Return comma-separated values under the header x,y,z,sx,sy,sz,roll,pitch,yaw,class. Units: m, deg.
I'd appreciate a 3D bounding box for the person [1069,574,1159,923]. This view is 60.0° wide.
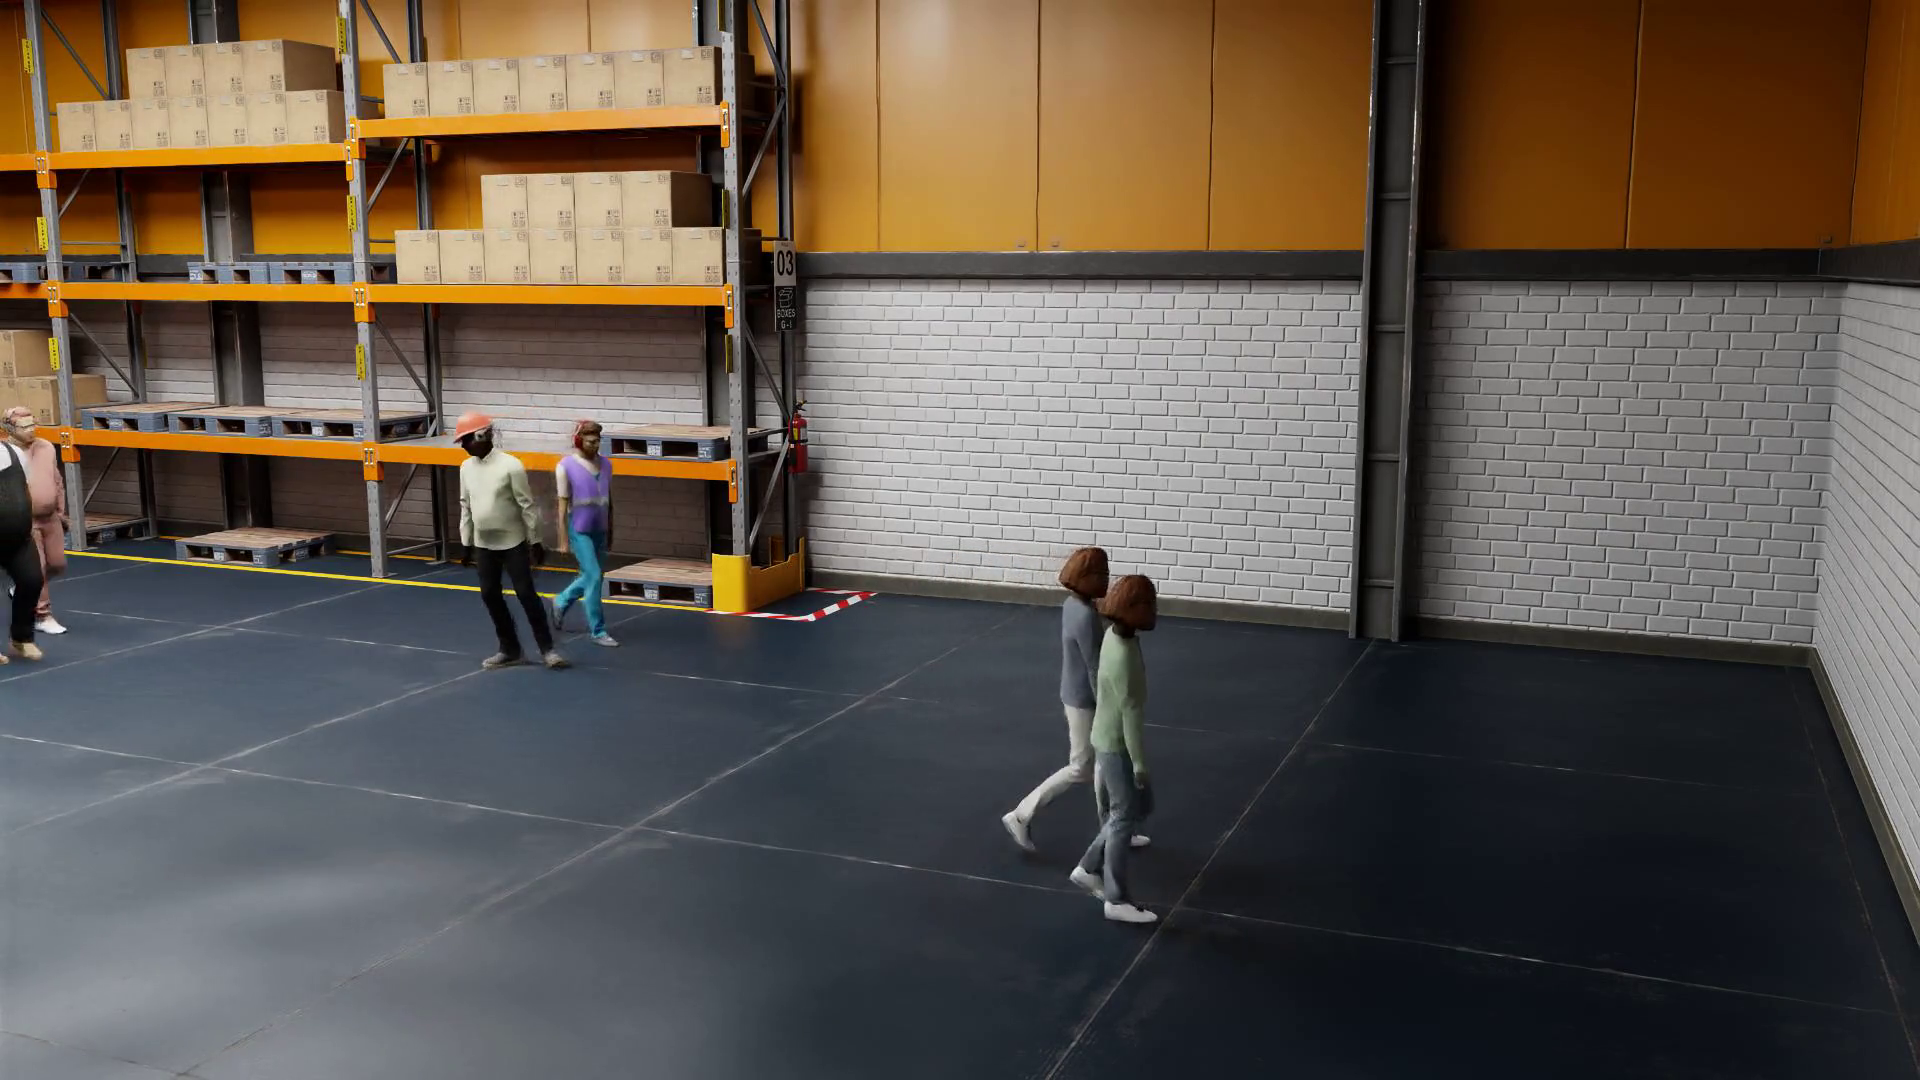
x,y,z,sx,sy,sz,roll,pitch,yaw,class
0.746,0.949,7.613,0.349,1.625,0.516,2,9,9,person

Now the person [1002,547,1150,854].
x,y,z,sx,sy,sz,roll,pitch,yaw,class
0.597,0.821,8.460,0.734,1.601,0.500,0,9,-1,person

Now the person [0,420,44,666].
x,y,z,sx,sy,sz,roll,pitch,yaw,class
-7.239,-0.052,12.459,0.585,2.000,0.711,5,11,28,person

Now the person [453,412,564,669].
x,y,z,sx,sy,sz,roll,pitch,yaw,class
-3.361,0.017,12.351,0.809,1.939,0.447,4,10,22,person

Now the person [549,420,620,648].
x,y,z,sx,sy,sz,roll,pitch,yaw,class
-3.026,-0.066,13.273,0.770,1.809,0.573,6,11,31,person

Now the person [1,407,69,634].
x,y,z,sx,sy,sz,roll,pitch,yaw,class
-7.653,-0.163,13.611,0.588,1.884,0.649,3,10,18,person
